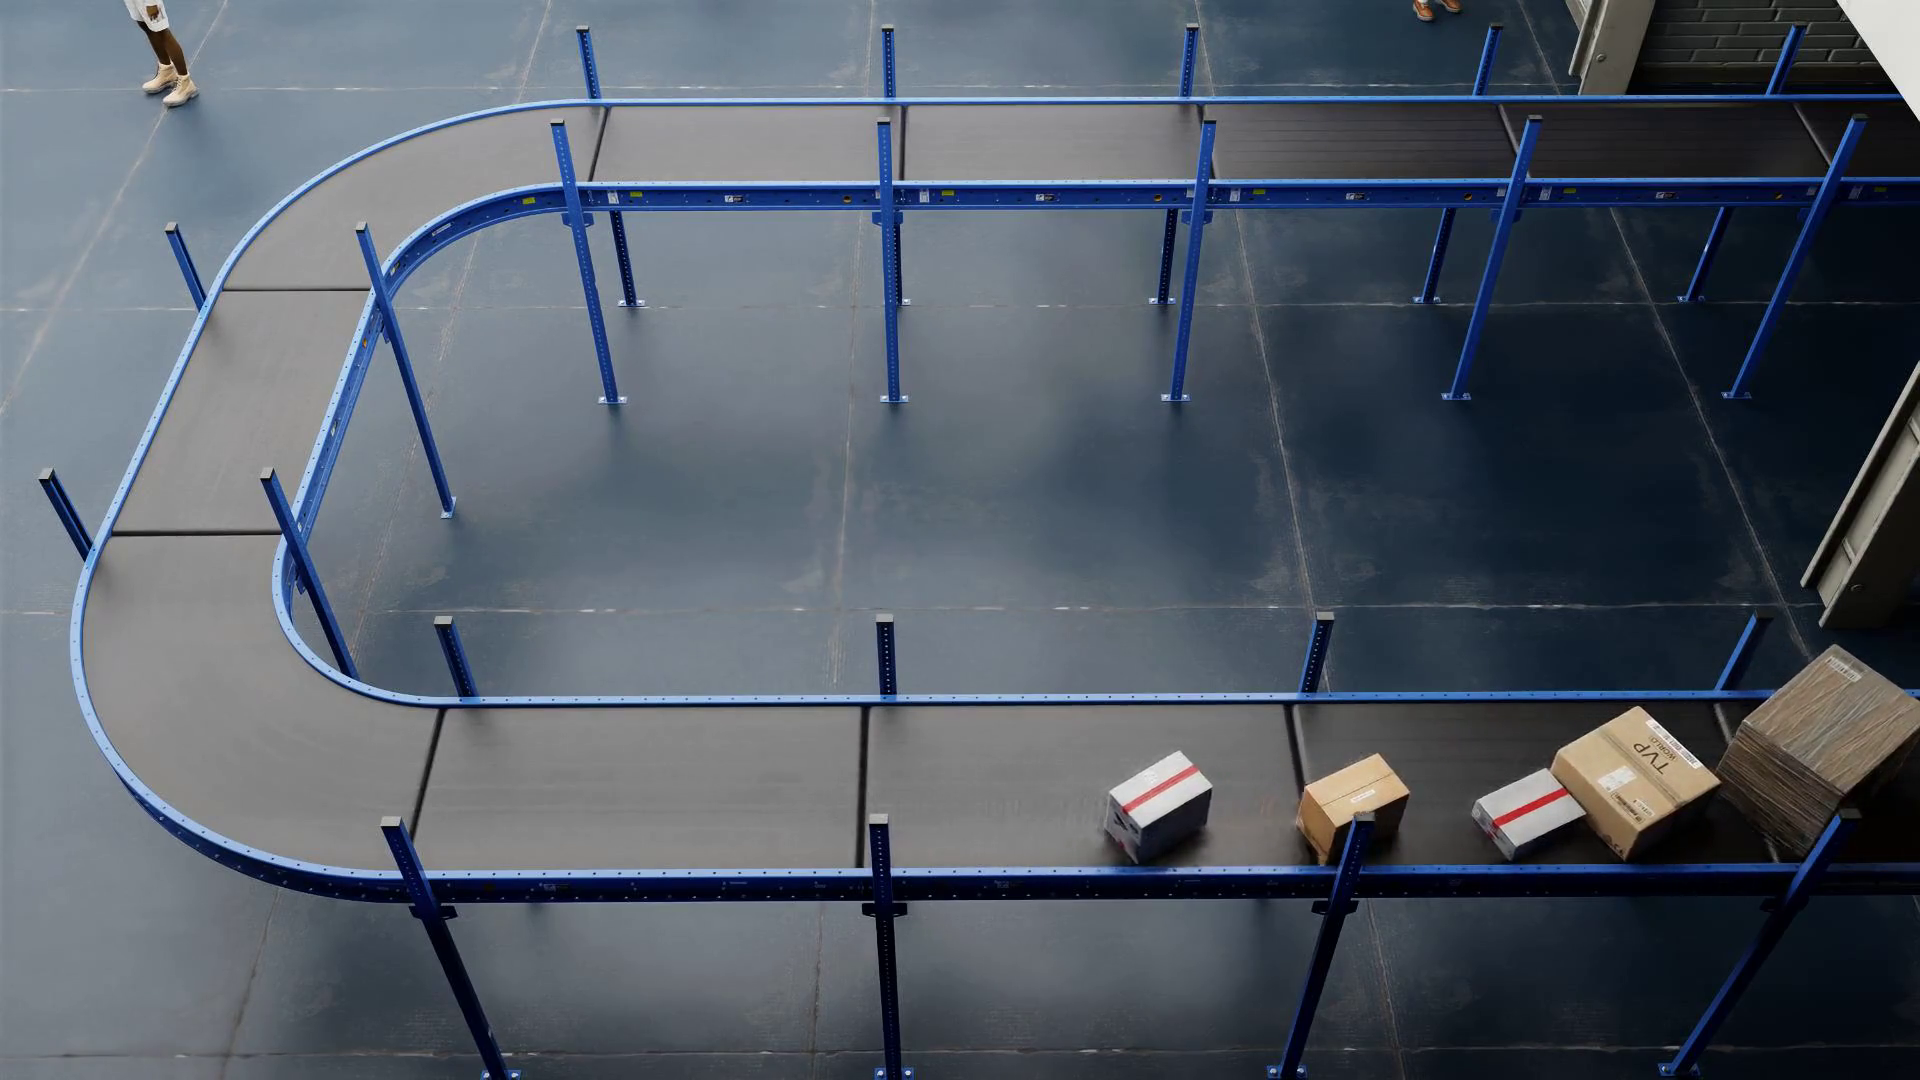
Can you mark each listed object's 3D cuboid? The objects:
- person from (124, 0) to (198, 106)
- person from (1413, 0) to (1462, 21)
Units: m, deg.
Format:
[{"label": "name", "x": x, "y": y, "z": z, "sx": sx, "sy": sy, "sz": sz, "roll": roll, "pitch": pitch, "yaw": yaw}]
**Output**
[{"label": "person", "x": -6.800, "y": -4.556, "z": 14.135, "sx": 0.606, "sy": 2.044, "sz": 0.373, "roll": 34, "pitch": 55, "yaw": 27}, {"label": "person", "x": 4.387, "y": -5.557, "z": 15.133, "sx": 0.602, "sy": 1.949, "sz": 0.389, "roll": -20, "pitch": 50, "yaw": -18}]
